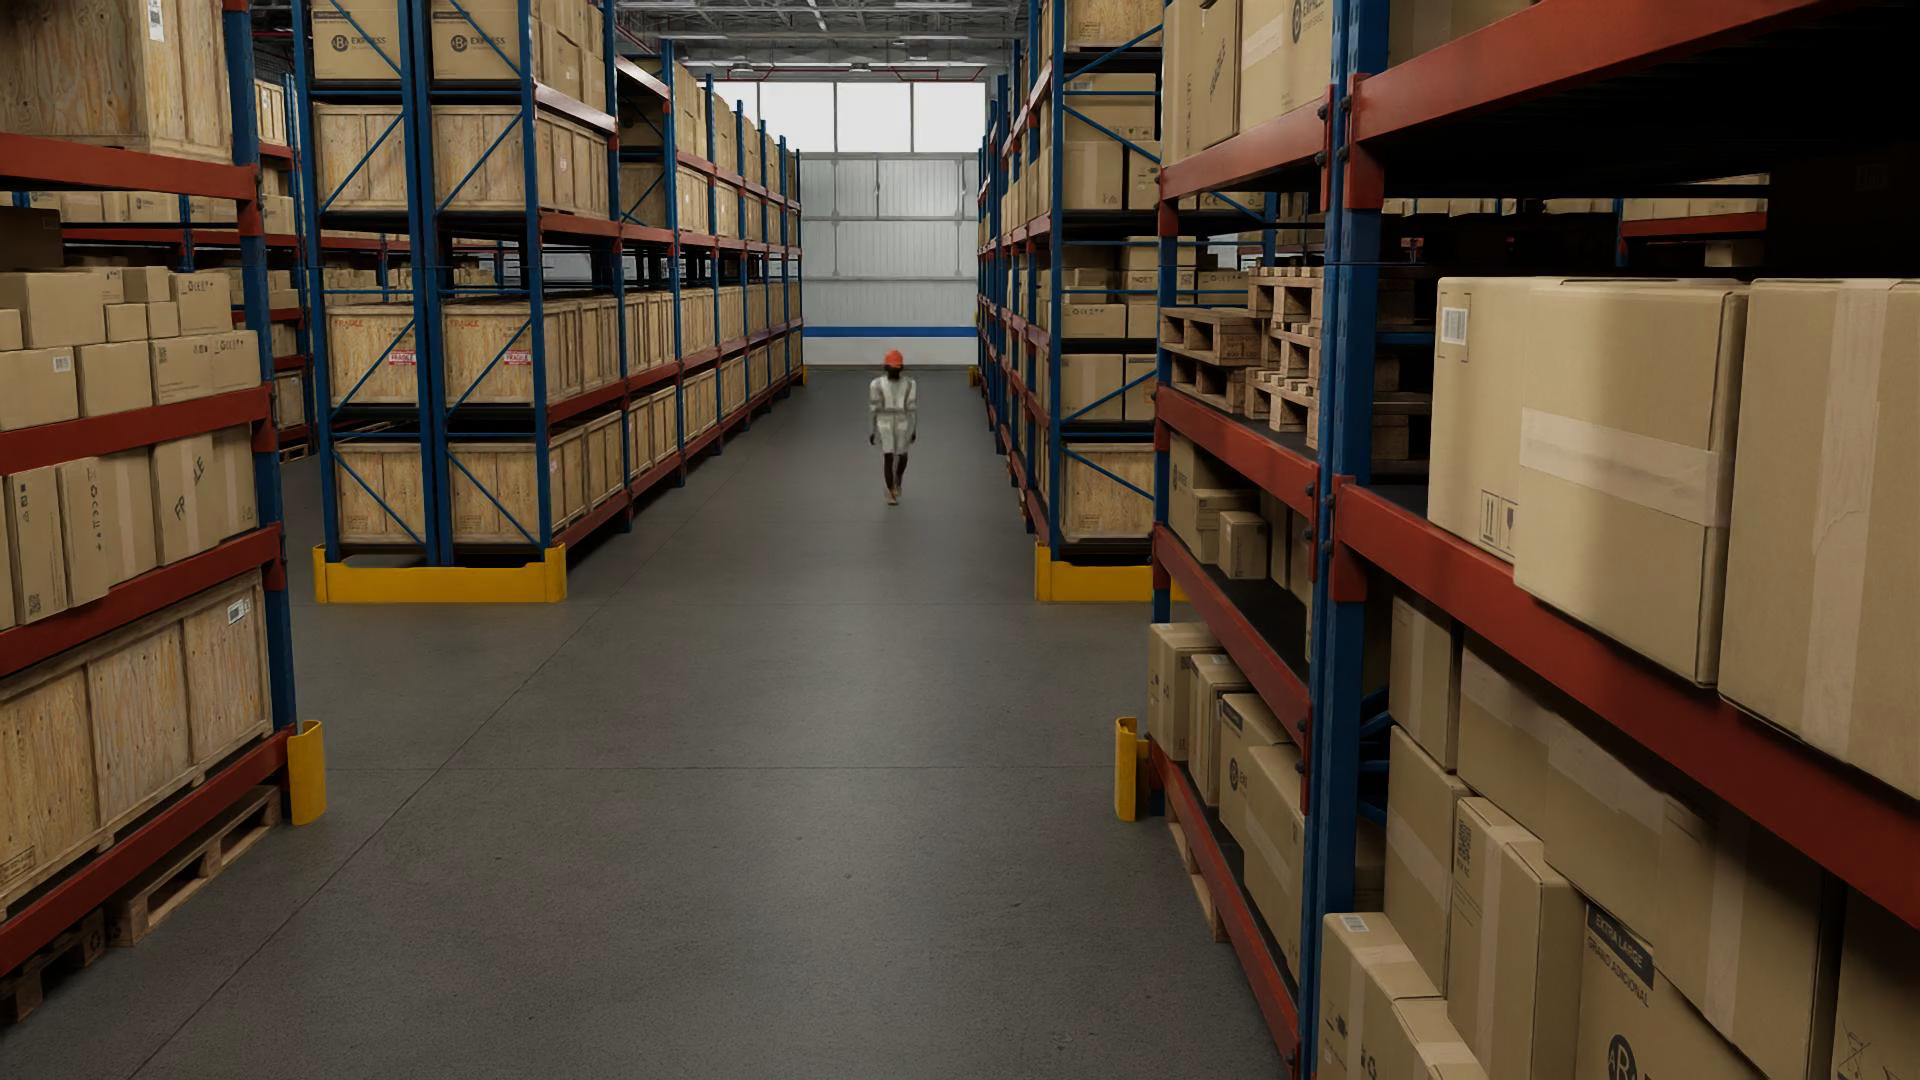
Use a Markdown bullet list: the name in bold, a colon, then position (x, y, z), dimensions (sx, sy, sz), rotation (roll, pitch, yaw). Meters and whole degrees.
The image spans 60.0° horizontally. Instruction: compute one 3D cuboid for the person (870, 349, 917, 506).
- **person**: position (-0.870, -1.458, 21.445), dimensions (0.627, 2.024, 0.601), rotation (-2, 9, -11)
